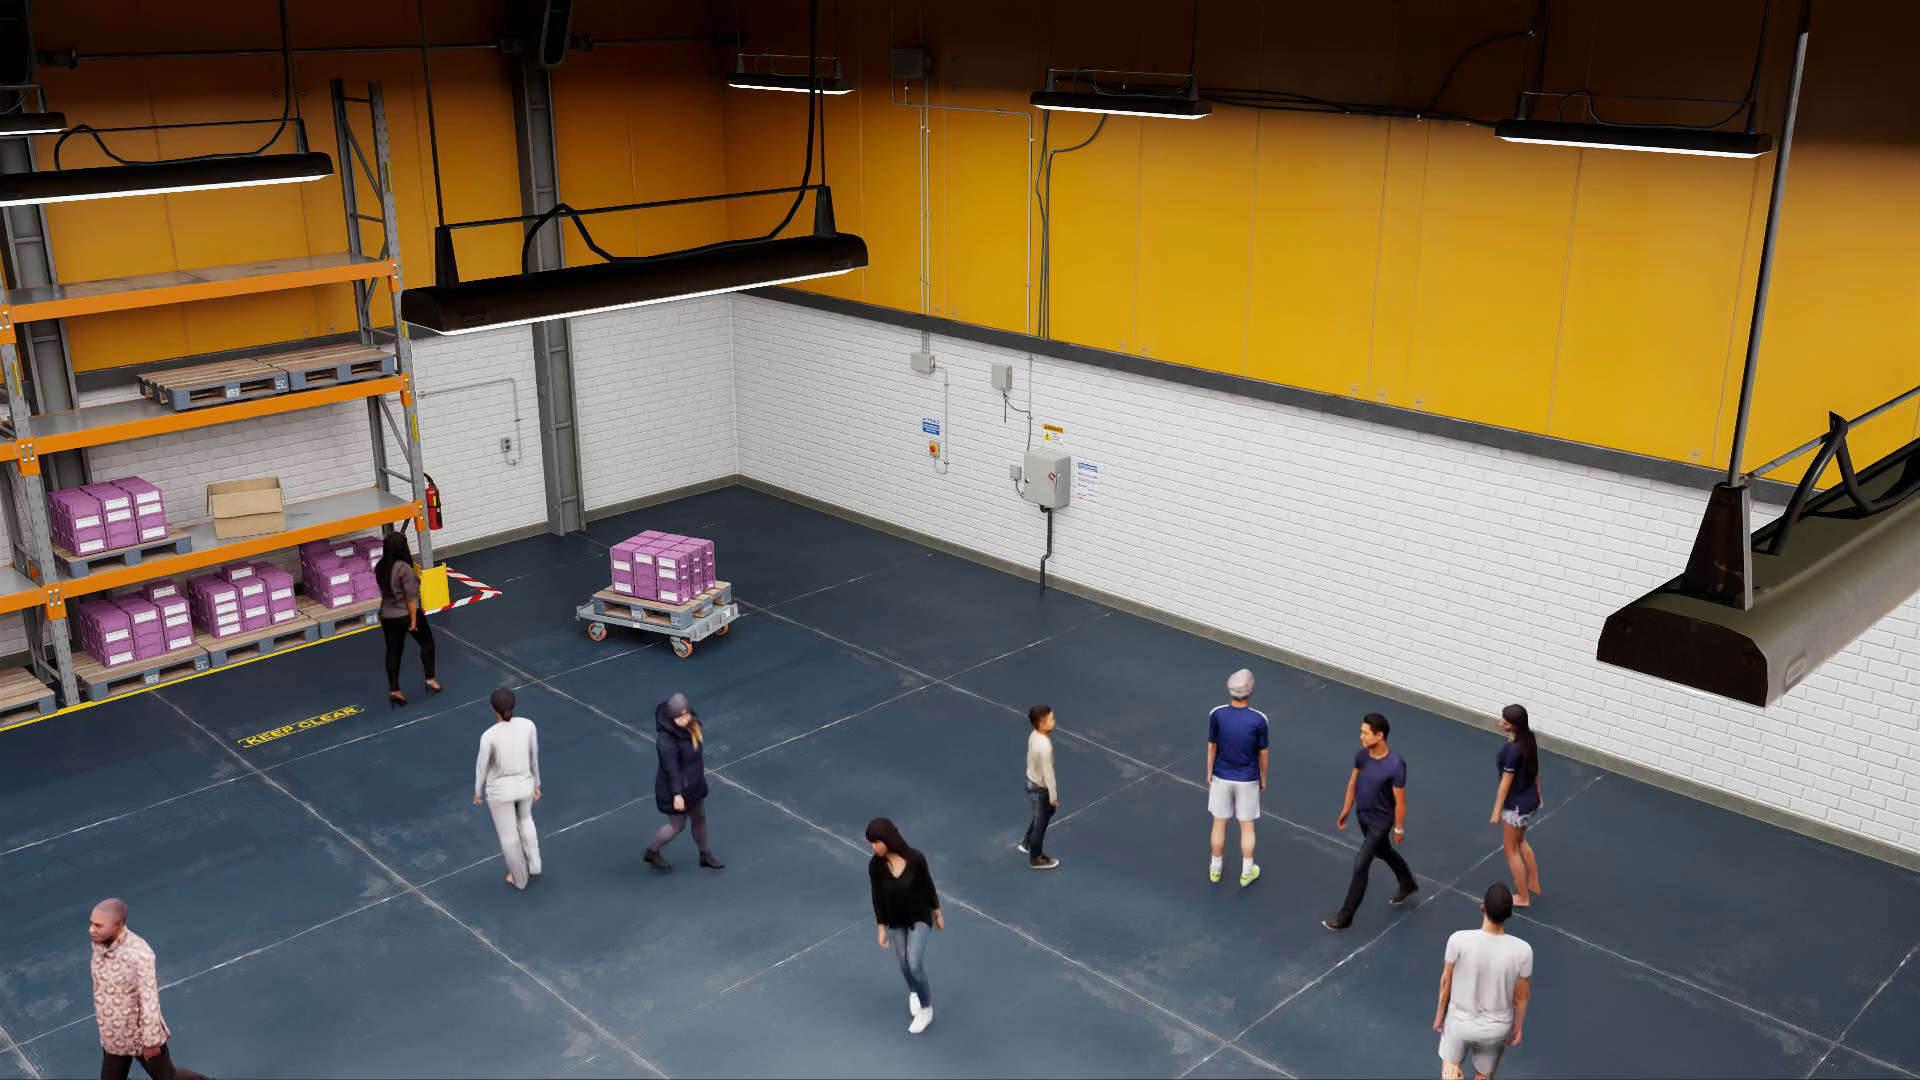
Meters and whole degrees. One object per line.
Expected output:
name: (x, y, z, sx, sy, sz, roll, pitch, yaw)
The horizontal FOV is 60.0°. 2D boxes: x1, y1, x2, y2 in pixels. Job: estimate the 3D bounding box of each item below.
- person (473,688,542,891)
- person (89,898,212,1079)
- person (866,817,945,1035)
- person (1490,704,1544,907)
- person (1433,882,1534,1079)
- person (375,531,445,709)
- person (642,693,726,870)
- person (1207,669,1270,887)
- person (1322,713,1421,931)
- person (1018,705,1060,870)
person: (-3.565, 2.024, 13.318, 0.565, 1.725, 0.726, -15, 24, -37)
person: (-5.055, 2.995, 10.330, 0.921, 1.791, 1.238, 10, 21, 26)
person: (-0.345, 2.641, 11.682, 0.833, 1.600, 0.887, -1, 19, -3)
person: (4.451, 2.105, 13.072, 0.581, 1.728, 0.762, -13, 23, -35)
person: (3.198, 3.004, 10.229, 0.914, 1.839, 0.983, 4, 19, 11)
person: (-5.672, 0.837, 16.690, 0.840, 1.822, 0.939, 6, 20, 18)
person: (-2.348, 1.987, 13.553, 1.036, 1.645, 1.018, 3, 19, 9)
person: (2.234, 1.916, 13.466, 0.715, 1.835, 0.709, 5, 19, 15)
person: (3.301, 2.157, 12.907, 1.289, 1.735, 0.916, -9, 21, -26)
person: (0.595, 2.037, 13.705, 0.702, 1.453, 0.665, -3, 19, -10)
